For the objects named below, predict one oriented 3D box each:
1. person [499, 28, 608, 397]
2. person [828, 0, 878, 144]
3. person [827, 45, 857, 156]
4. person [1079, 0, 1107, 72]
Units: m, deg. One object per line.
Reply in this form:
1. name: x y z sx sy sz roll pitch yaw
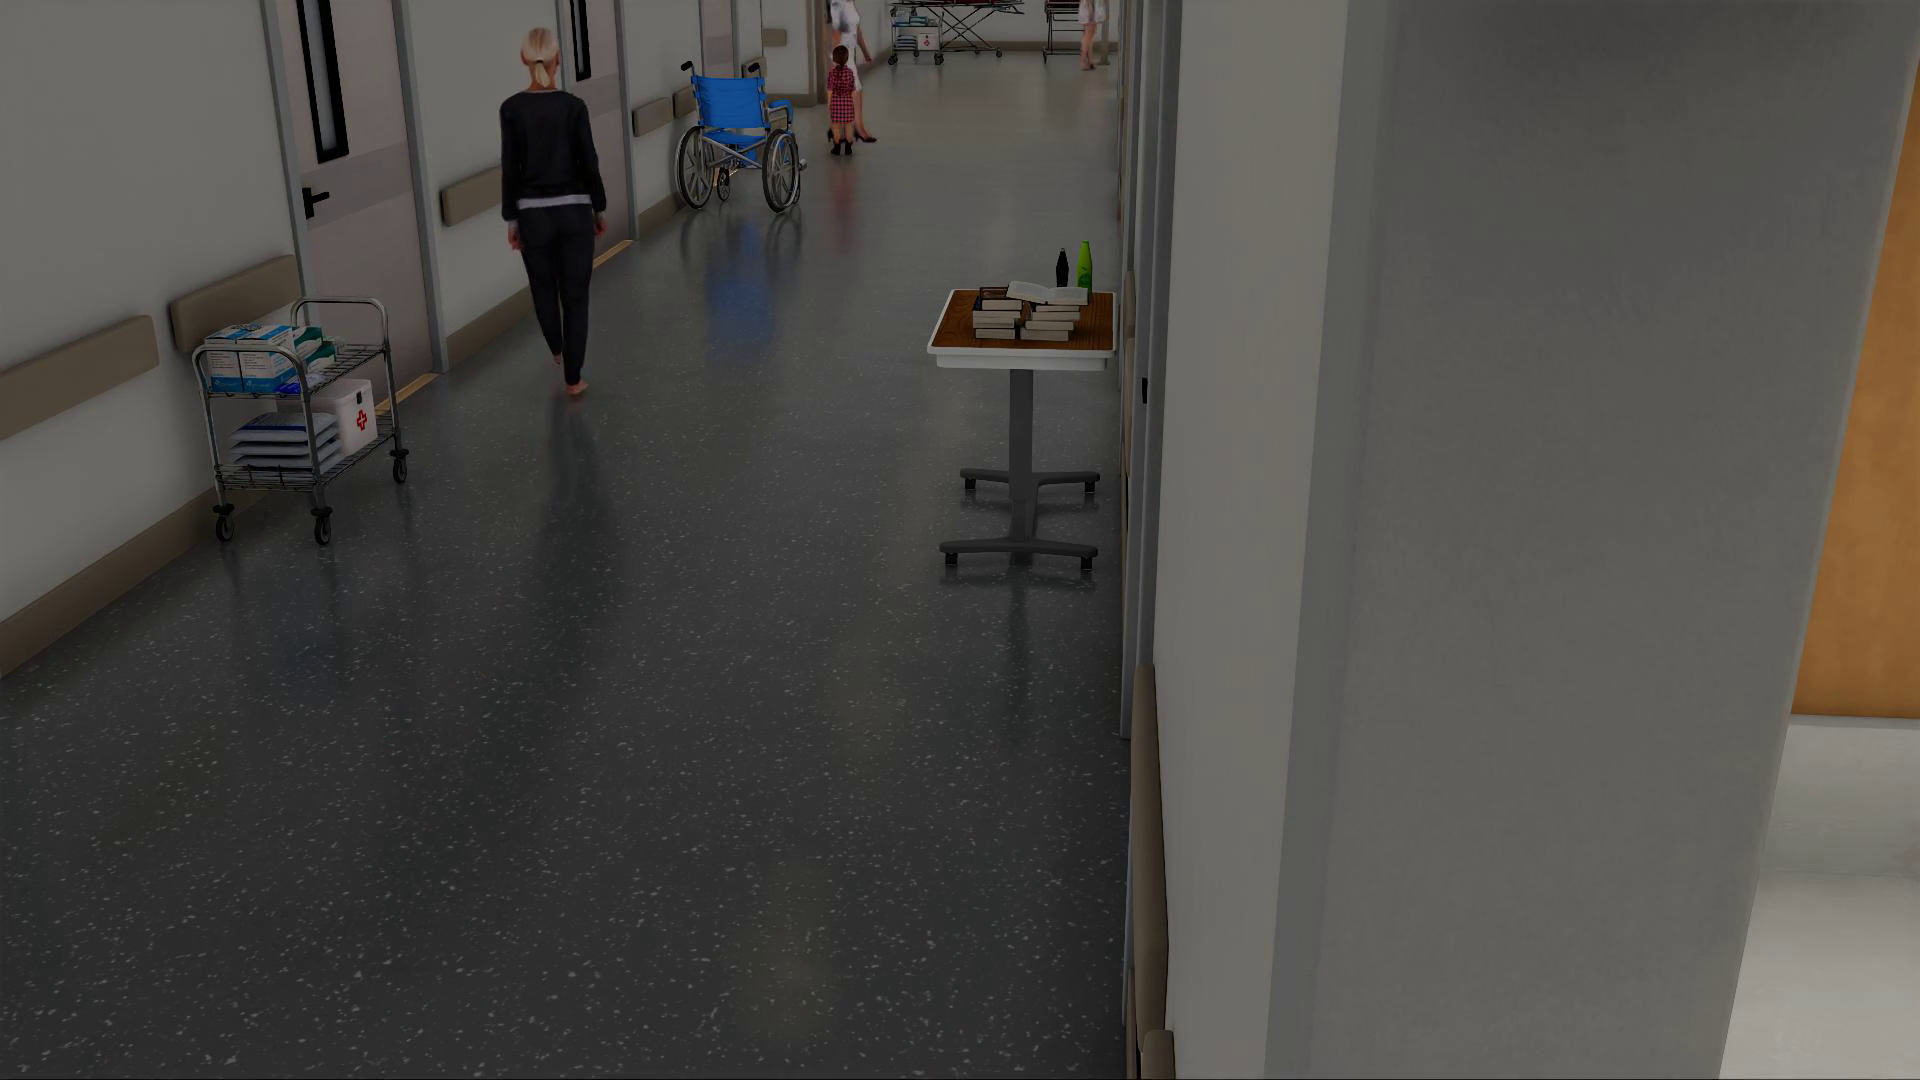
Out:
1. person: -1.938 -1.523 7.915 0.731 1.693 1.050 -1 21 -4
2. person: -1.232 -4.841 16.619 0.658 1.733 0.707 4 21 10
3. person: -1.149 -4.238 16.031 0.478 1.021 0.501 -5 21 -12
4. person: 1.934 -7.768 24.318 0.881 1.752 0.750 7 22 17
